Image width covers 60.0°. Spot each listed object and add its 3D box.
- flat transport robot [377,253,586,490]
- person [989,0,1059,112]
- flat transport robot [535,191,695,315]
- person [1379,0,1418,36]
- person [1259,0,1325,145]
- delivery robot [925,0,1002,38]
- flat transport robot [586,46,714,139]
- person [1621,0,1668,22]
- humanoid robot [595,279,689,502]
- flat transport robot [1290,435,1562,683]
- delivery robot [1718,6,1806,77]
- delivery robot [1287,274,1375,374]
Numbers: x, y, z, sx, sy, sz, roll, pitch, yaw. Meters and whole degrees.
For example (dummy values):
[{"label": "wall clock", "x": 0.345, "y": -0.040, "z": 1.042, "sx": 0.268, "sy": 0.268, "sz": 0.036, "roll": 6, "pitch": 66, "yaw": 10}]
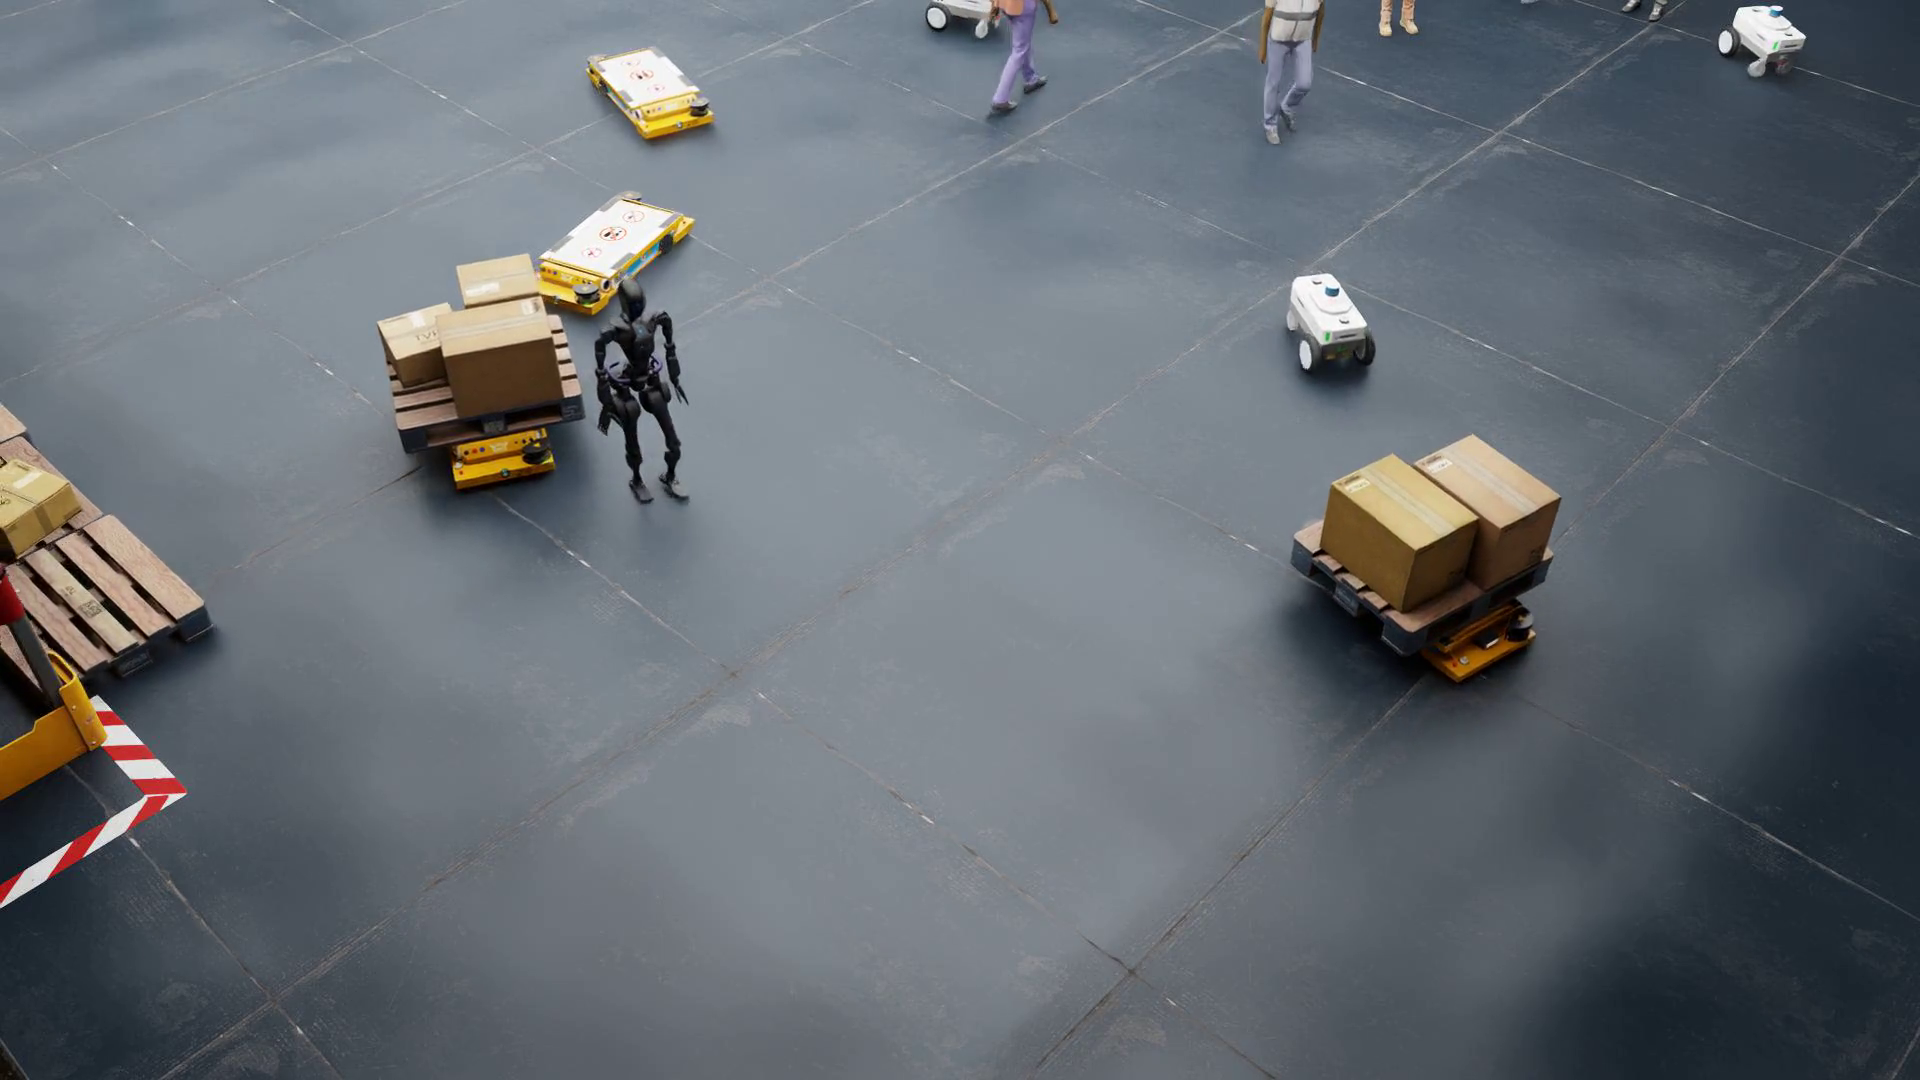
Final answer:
[{"label": "flat transport robot", "x": -3.256, "y": -0.909, "z": 11.536, "sx": 0.659, "sy": 0.231, "sz": 1.431, "roll": -13, "pitch": 44, "yaw": -14}, {"label": "person", "x": 0.533, "y": -4.678, "z": 14.567, "sx": 0.809, "sy": 1.810, "sz": 0.572, "roll": -28, "pitch": 49, "yaw": -27}, {"label": "flat transport robot", "x": -2.747, "y": -2.268, "z": 13.047, "sx": 0.659, "sy": 0.231, "sz": 1.431, "roll": 18, "pitch": 45, "yaw": 19}, {"label": "person", "x": 4.294, "y": -5.631, "z": 15.679, "sx": 0.482, "sy": 1.748, "sz": 0.327, "roll": -7, "pitch": 42, "yaw": -7}, {"label": "person", "x": 2.787, "y": -4.217, "z": 14.050, "sx": 0.584, "sy": 1.830, "sz": 0.461, "roll": -7, "pitch": 42, "yaw": -8}, {"label": "delivery robot", "x": 0.068, "y": -5.231, "z": 16.119, "sx": 0.744, "sy": 0.584, "sz": 0.513, "roll": 19, "pitch": 45, "yaw": 20}, {"label": "flat transport robot", "x": -2.825, "y": -4.076, "z": 15.057, "sx": 0.659, "sy": 0.231, "sz": 1.431, "roll": -21, "pitch": 46, "yaw": -22}, {"label": "person", "x": 6.798, "y": -5.936, "z": 15.957, "sx": 0.562, "sy": 1.834, "sz": 0.406, "roll": 27, "pitch": 49, "yaw": 27}, {"label": "humanoid robot", "x": -2.023, "y": -0.934, "z": 10.507, "sx": 0.612, "sy": 1.647, "sz": 0.323, "roll": -27, "pitch": 48, "yaw": -27}, {"label": "flat transport robot", "x": 2.782, "y": 0.266, "z": 10.231, "sx": 0.659, "sy": 0.231, "sz": 1.431, "roll": -24, "pitch": 47, "yaw": -24}, {"label": "delivery robot", "x": 7.515, "y": -4.697, "z": 15.548, "sx": 0.499, "sy": 0.614, "sz": 0.785, "roll": -8, "pitch": 43, "yaw": -9}, {"label": "delivery robot", "x": 2.673, "y": -1.601, "z": 12.090, "sx": 0.499, "sy": 0.592, "sz": 0.795, "roll": -9, "pitch": 43, "yaw": -10}]
